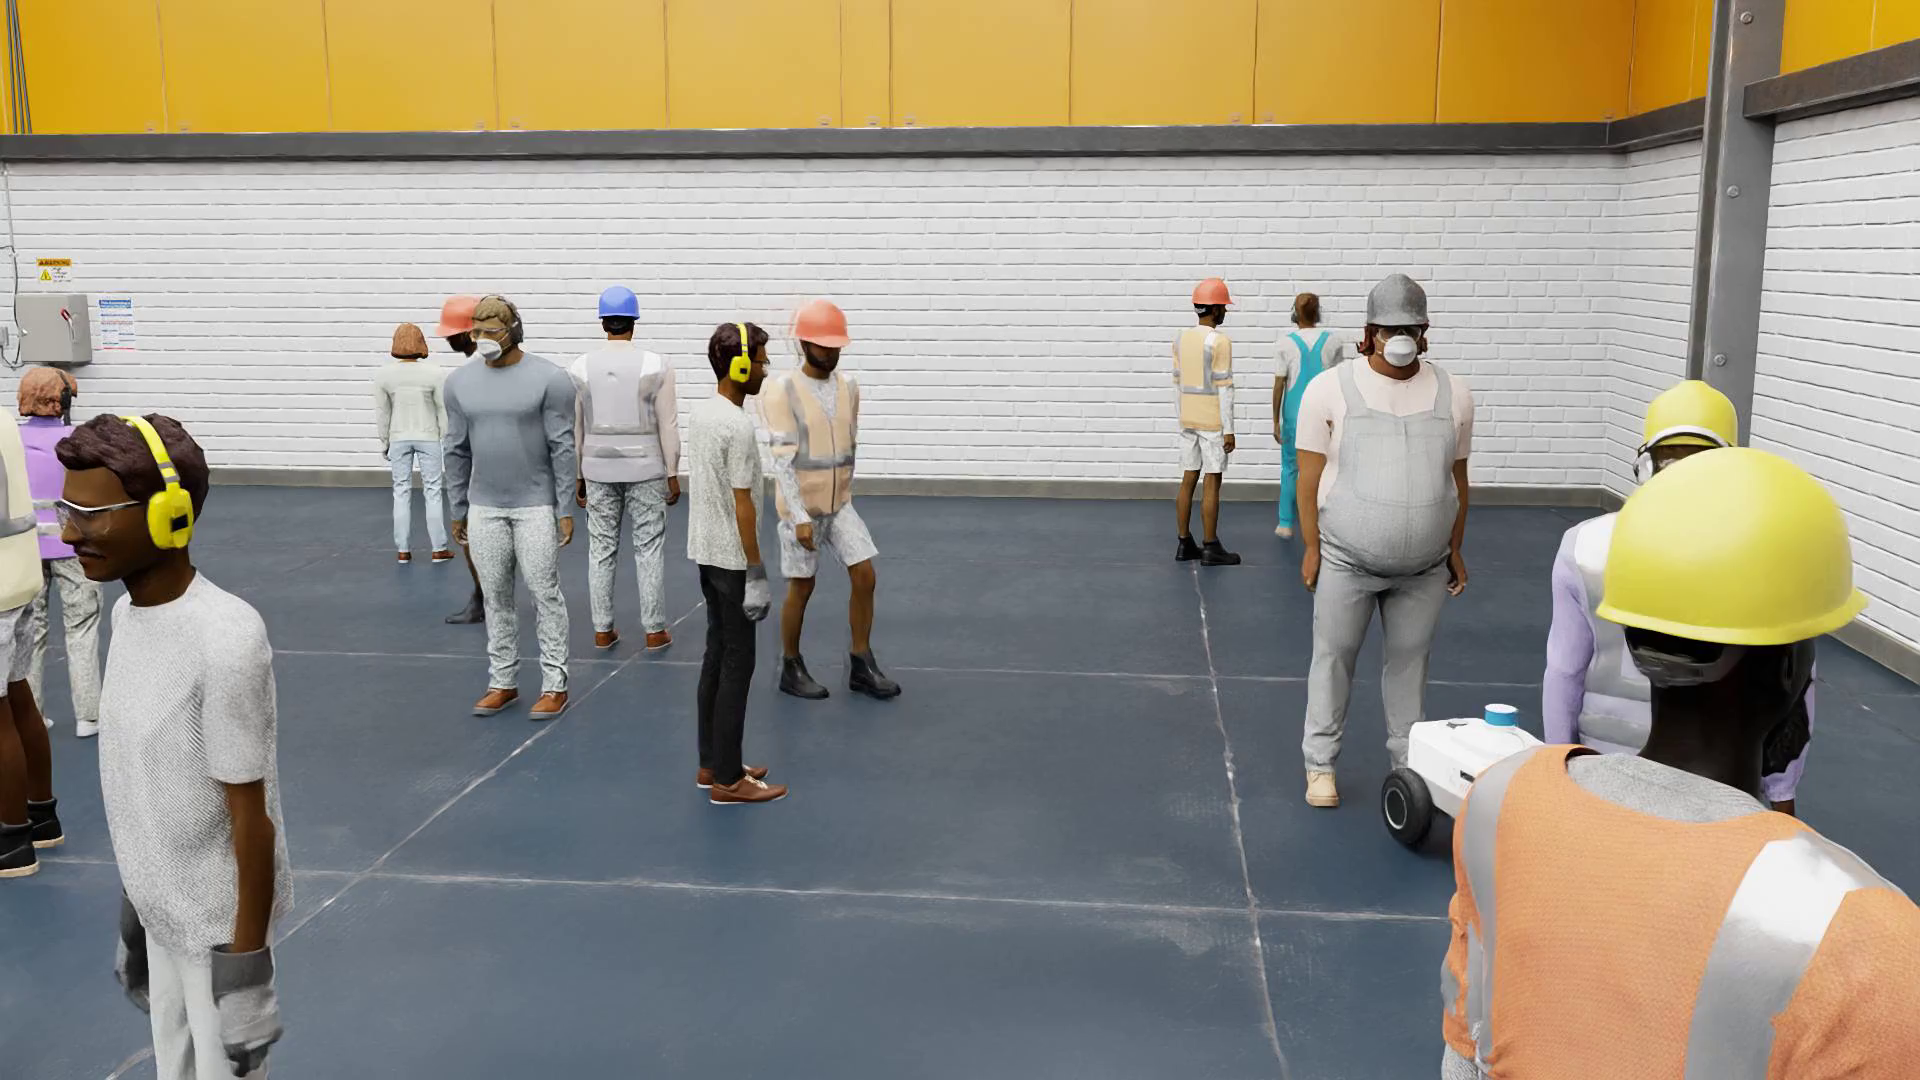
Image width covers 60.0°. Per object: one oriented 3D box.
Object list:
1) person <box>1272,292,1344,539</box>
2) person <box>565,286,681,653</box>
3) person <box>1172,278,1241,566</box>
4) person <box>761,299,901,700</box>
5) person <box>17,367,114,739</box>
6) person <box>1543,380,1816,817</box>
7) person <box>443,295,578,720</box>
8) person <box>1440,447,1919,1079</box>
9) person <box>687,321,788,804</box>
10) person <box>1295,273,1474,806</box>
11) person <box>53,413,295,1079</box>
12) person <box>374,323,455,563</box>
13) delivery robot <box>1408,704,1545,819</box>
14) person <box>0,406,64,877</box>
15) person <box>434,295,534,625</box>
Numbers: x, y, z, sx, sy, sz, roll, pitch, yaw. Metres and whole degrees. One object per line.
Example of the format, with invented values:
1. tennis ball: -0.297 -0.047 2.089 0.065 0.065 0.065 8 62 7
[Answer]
1. person: 2.530 -0.881 12.072 0.533 1.826 0.658 1 10 3
2. person: -1.770 -0.362 8.785 0.604 1.939 0.414 1 10 3
3. person: 1.672 -0.795 11.253 0.360 1.939 0.543 -6 12 -33
4. person: -0.637 -0.154 7.709 0.549 1.897 0.747 -9 14 -43
5. person: -3.924 0.065 7.219 0.524 1.631 0.313 -1 10 -8
6. person: 1.702 0.534 3.983 0.588 1.823 0.403 4 11 23
7. person: -2.042 -0.144 7.570 0.635 1.929 0.381 2 10 9
8. person: 0.762 0.861 1.798 0.361 1.930 0.587 -5 11 -26
9. person: -0.872 0.094 6.408 0.337 1.858 0.523 -5 11 -27
10. person: 1.625 0.015 6.324 0.673 2.000 0.536 0 10 -1
11. person: -1.346 0.701 2.925 0.512 1.862 0.322 10 14 44
12. person: -3.704 -0.655 11.319 0.500 1.636 0.281 -1 10 -4
13. delivery robot: 1.857 0.812 5.748 0.477 0.478 0.707 -3 10 -15
14. person: -3.337 0.175 5.666 0.370 1.958 0.598 -3 10 -17
15. person: -2.642 -0.452 9.499 0.605 1.884 0.615 0 10 1
